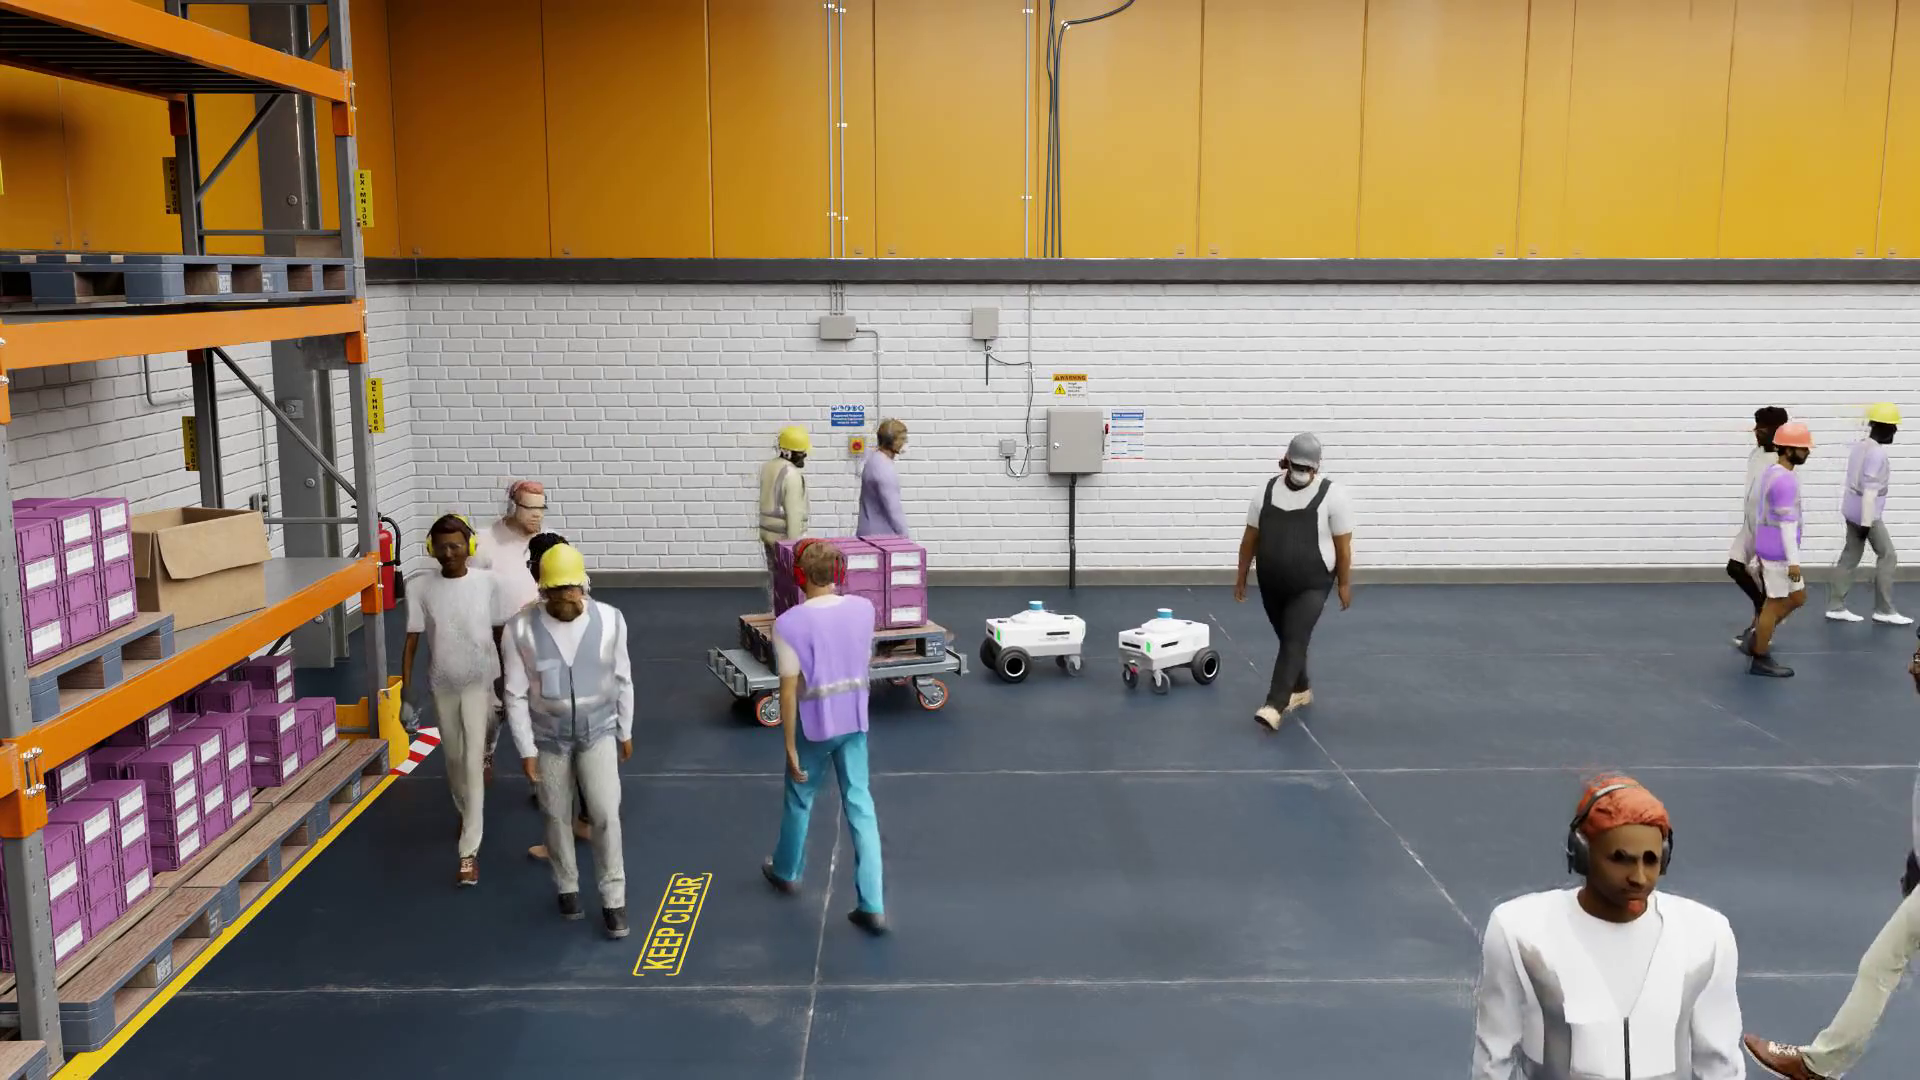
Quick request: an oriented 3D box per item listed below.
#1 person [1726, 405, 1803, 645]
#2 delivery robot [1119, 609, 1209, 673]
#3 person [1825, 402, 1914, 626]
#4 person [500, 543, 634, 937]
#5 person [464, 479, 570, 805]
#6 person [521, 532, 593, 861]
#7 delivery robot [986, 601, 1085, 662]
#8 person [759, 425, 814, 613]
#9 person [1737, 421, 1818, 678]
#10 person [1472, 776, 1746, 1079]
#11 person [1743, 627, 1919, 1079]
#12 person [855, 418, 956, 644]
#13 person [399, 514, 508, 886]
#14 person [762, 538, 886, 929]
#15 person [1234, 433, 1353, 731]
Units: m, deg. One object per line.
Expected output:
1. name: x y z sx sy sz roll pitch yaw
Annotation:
1. person: 6.445 -0.107 13.343 0.415 1.953 0.644 -1 9 -8
2. delivery robot: 1.485 0.744 12.118 0.707 0.478 0.477 -8 12 -40
3. person: 7.832 -0.215 14.152 0.785 1.898 0.606 2 10 14
4. person: -1.755 0.913 7.556 0.591 1.801 0.743 -3 10 -17
5. person: -2.533 0.570 9.472 0.667 1.869 0.824 -6 11 -31
6. person: -2.069 0.802 8.556 0.322 1.697 0.535 3 10 20
7. delivery robot: 0.565 0.698 12.402 0.707 0.478 0.477 -2 9 -14
8. person: -1.391 -0.022 13.279 0.417 1.803 0.616 -6 11 -34
9. person: 6.087 0.081 12.280 0.407 1.918 0.555 4 10 23
10. person: 1.531 1.474 3.933 0.587 1.867 0.523 0 9 1
11. person: 3.346 1.173 5.875 0.932 1.825 0.555 8 12 39
12. person: -0.492 0.008 12.825 1.009 1.887 0.633 0 9 -1
13. person: -2.570 0.758 8.483 0.543 1.821 0.996 -2 9 -10
14. person: -0.642 0.879 7.802 0.562 1.793 0.995 -6 11 -31
15. person: 2.189 0.220 11.074 0.706 2.000 1.053 8 12 39
